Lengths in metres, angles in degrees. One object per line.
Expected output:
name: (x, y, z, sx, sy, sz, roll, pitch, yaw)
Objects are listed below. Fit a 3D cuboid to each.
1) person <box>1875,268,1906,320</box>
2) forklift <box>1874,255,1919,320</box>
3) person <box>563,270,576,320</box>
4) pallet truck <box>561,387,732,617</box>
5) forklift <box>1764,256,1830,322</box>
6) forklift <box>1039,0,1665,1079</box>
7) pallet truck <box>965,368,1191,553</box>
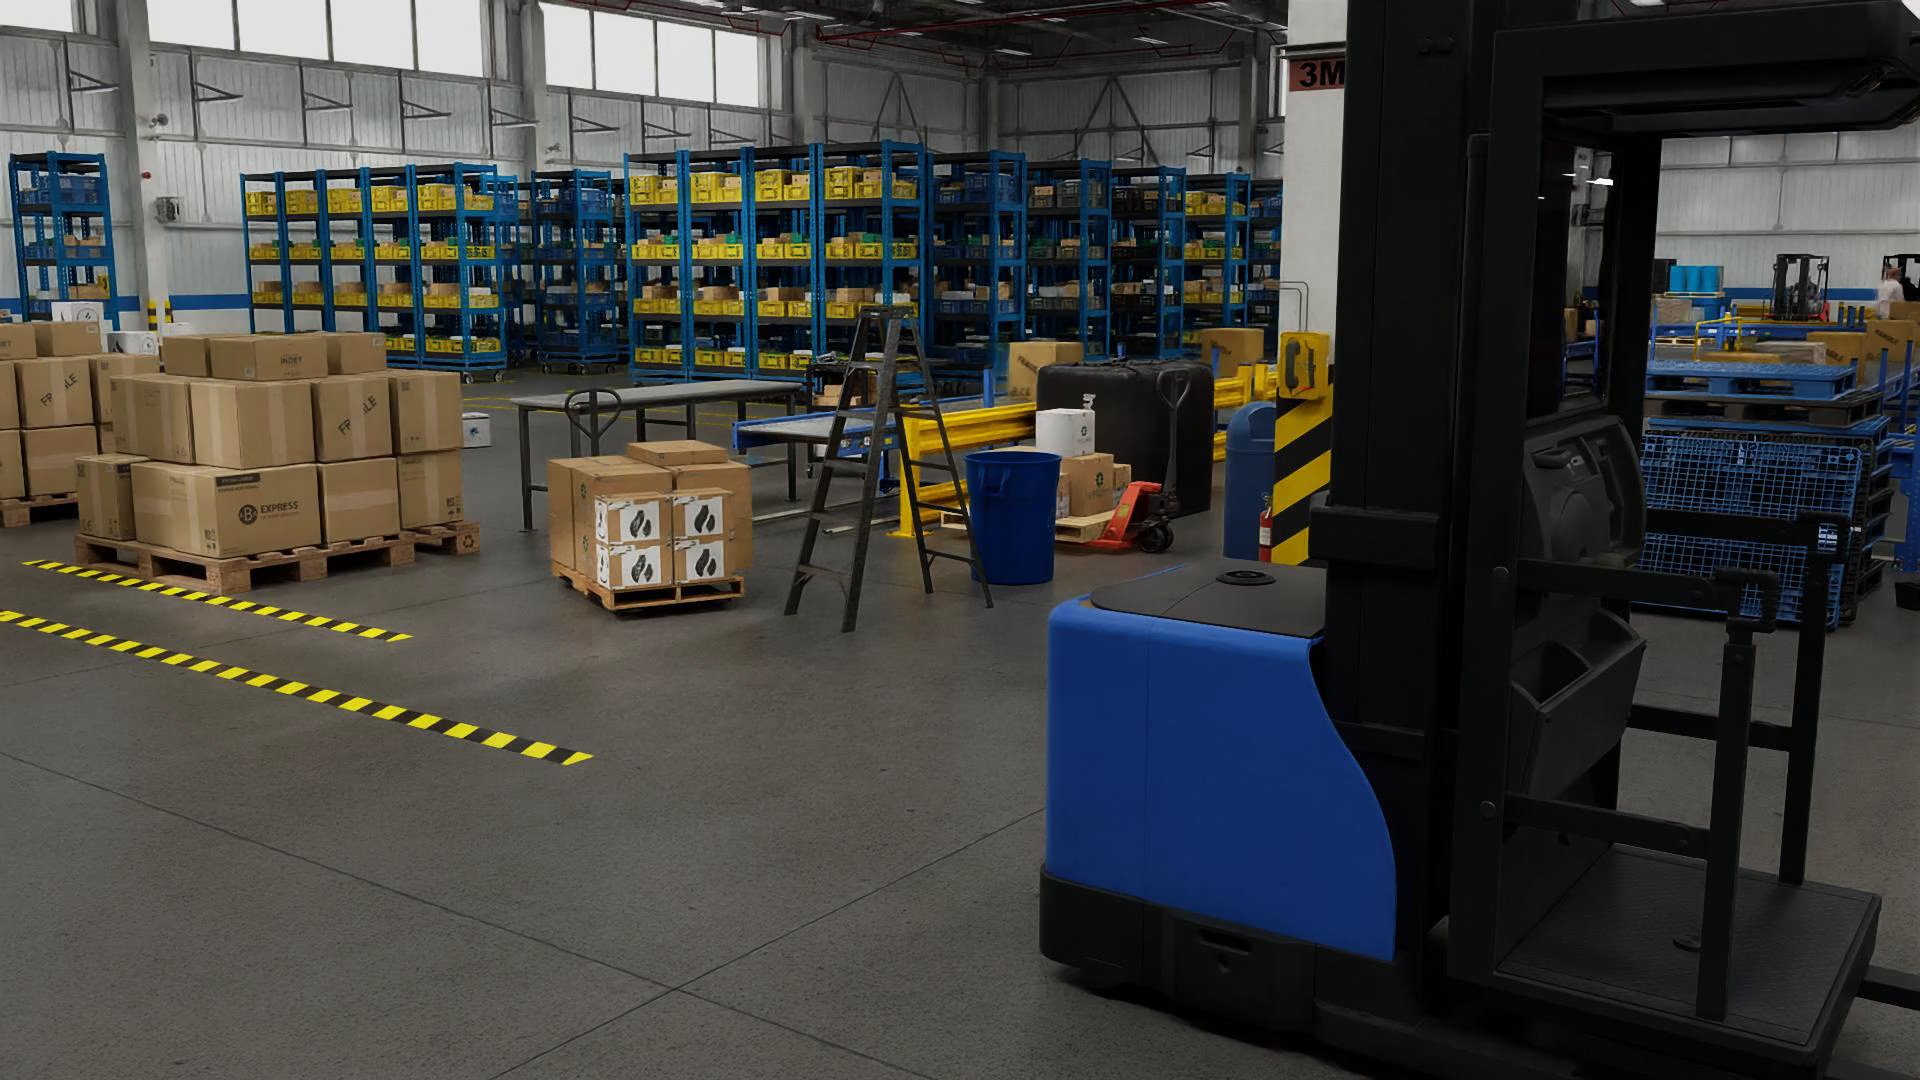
person: (19.611, -4.749, 34.855, 0.974, 1.859, 0.659, -1, 10, -5)
forklift: (22.089, -5.634, 38.796, 1.157, 1.987, 2.680, 6, 11, 33)
person: (-9.294, -5.511, 39.527, 0.564, 1.820, 0.639, 6, 11, 33)
pallet truck: (-1.981, -0.274, 10.088, 0.680, 1.201, 1.601, -5, 11, -28)
forklift: (20.253, -5.854, 40.139, 1.157, 1.987, 2.680, 7, 12, 35)
forklift: (1.249, -0.137, 4.360, 1.873, 2.768, 1.129, 7, 12, 35)
pallet truck: (0.845, -0.609, 11.869, 1.630, 1.274, 0.653, 7, 12, 35)
